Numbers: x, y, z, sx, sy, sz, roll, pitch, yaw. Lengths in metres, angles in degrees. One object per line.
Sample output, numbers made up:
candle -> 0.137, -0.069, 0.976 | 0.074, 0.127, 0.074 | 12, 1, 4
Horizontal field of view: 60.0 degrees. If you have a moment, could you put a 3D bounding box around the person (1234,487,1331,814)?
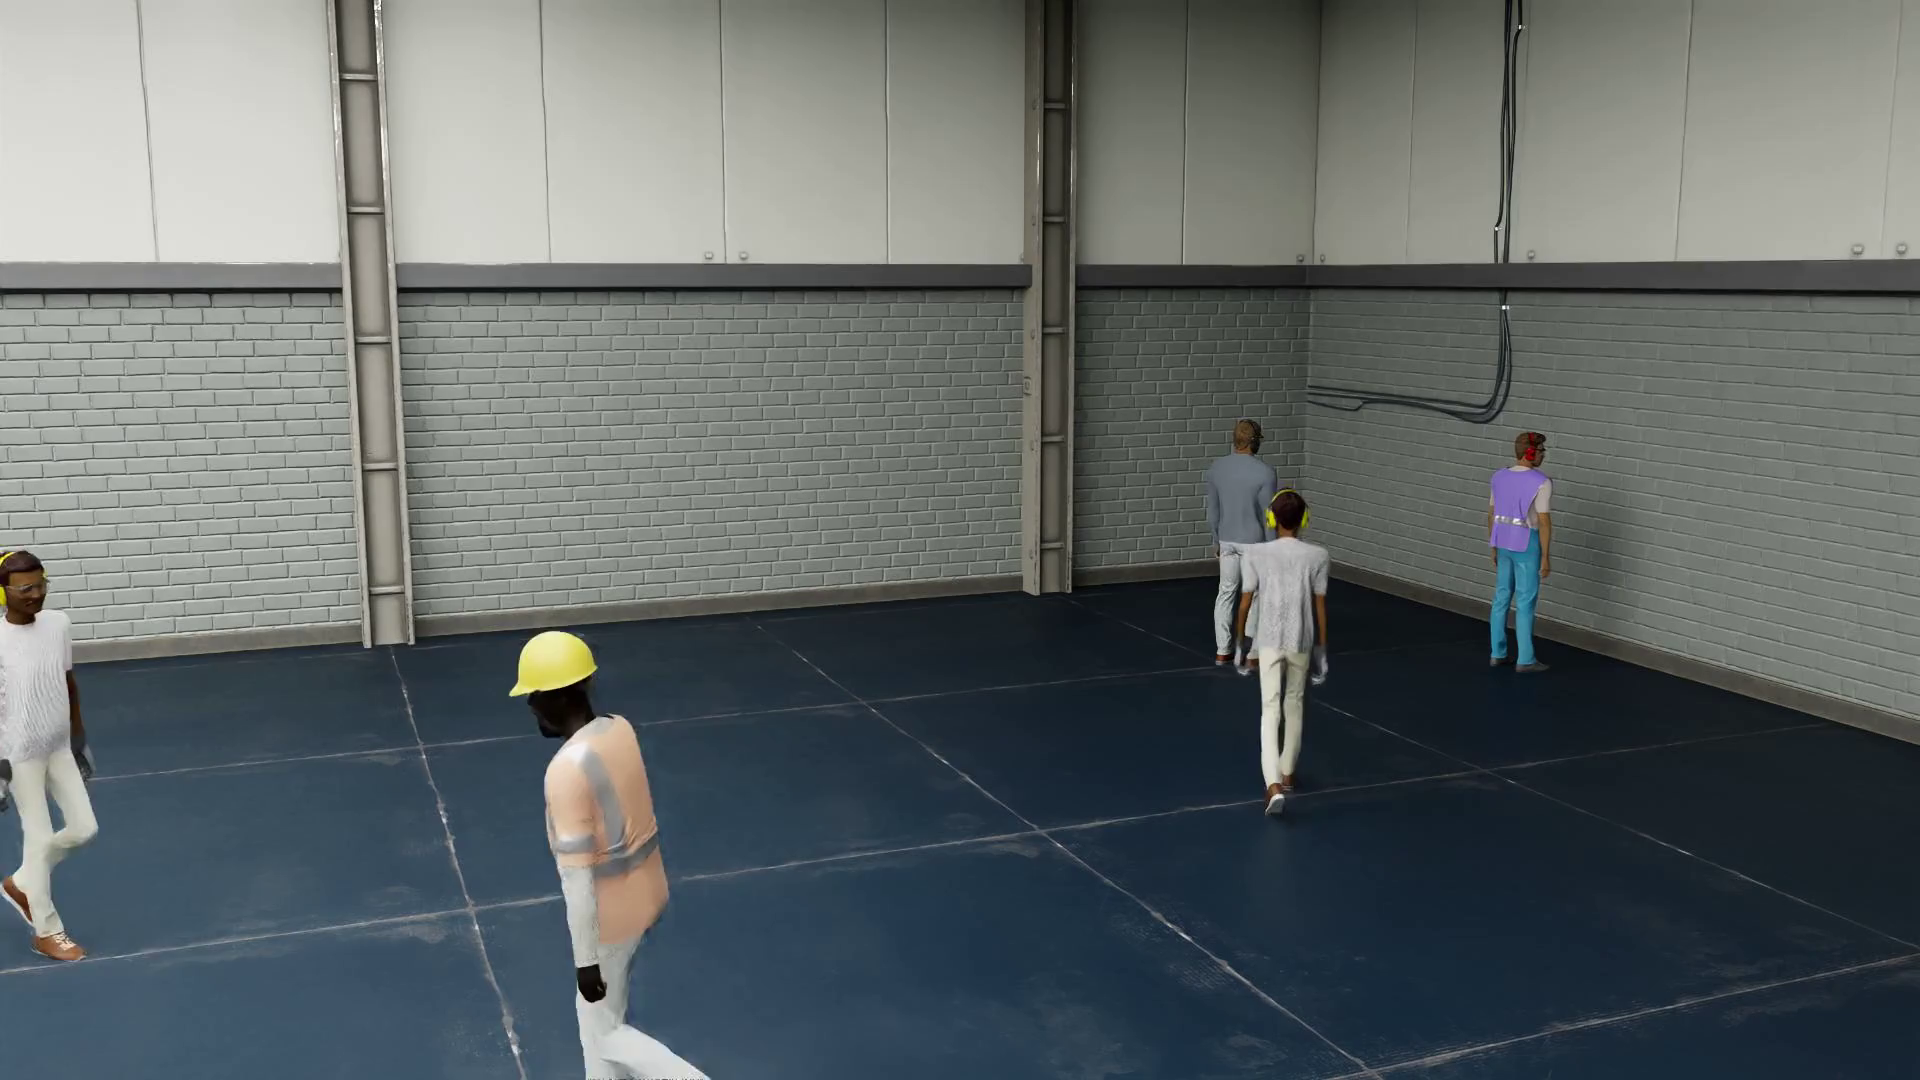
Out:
person -> 1.846, 0.620, 9.512 | 0.529, 1.834, 0.934 | 1, 9, 8

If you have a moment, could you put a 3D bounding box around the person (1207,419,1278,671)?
person -> 2.189, 0.035, 12.816 | 0.631, 1.940, 0.372 | 9, 13, 44

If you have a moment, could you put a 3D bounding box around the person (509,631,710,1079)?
person -> -1.110, 1.227, 5.525 | 0.719, 1.889, 0.595 | 1, 9, 7

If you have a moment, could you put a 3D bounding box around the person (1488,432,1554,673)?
person -> 4.277, 0.093, 12.757 | 0.392, 1.839, 0.564 | -5, 10, -29

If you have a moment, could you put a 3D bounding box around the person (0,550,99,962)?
person -> -4.117, 0.949, 7.379 | 0.481, 1.844, 0.544 | 3, 10, 21
